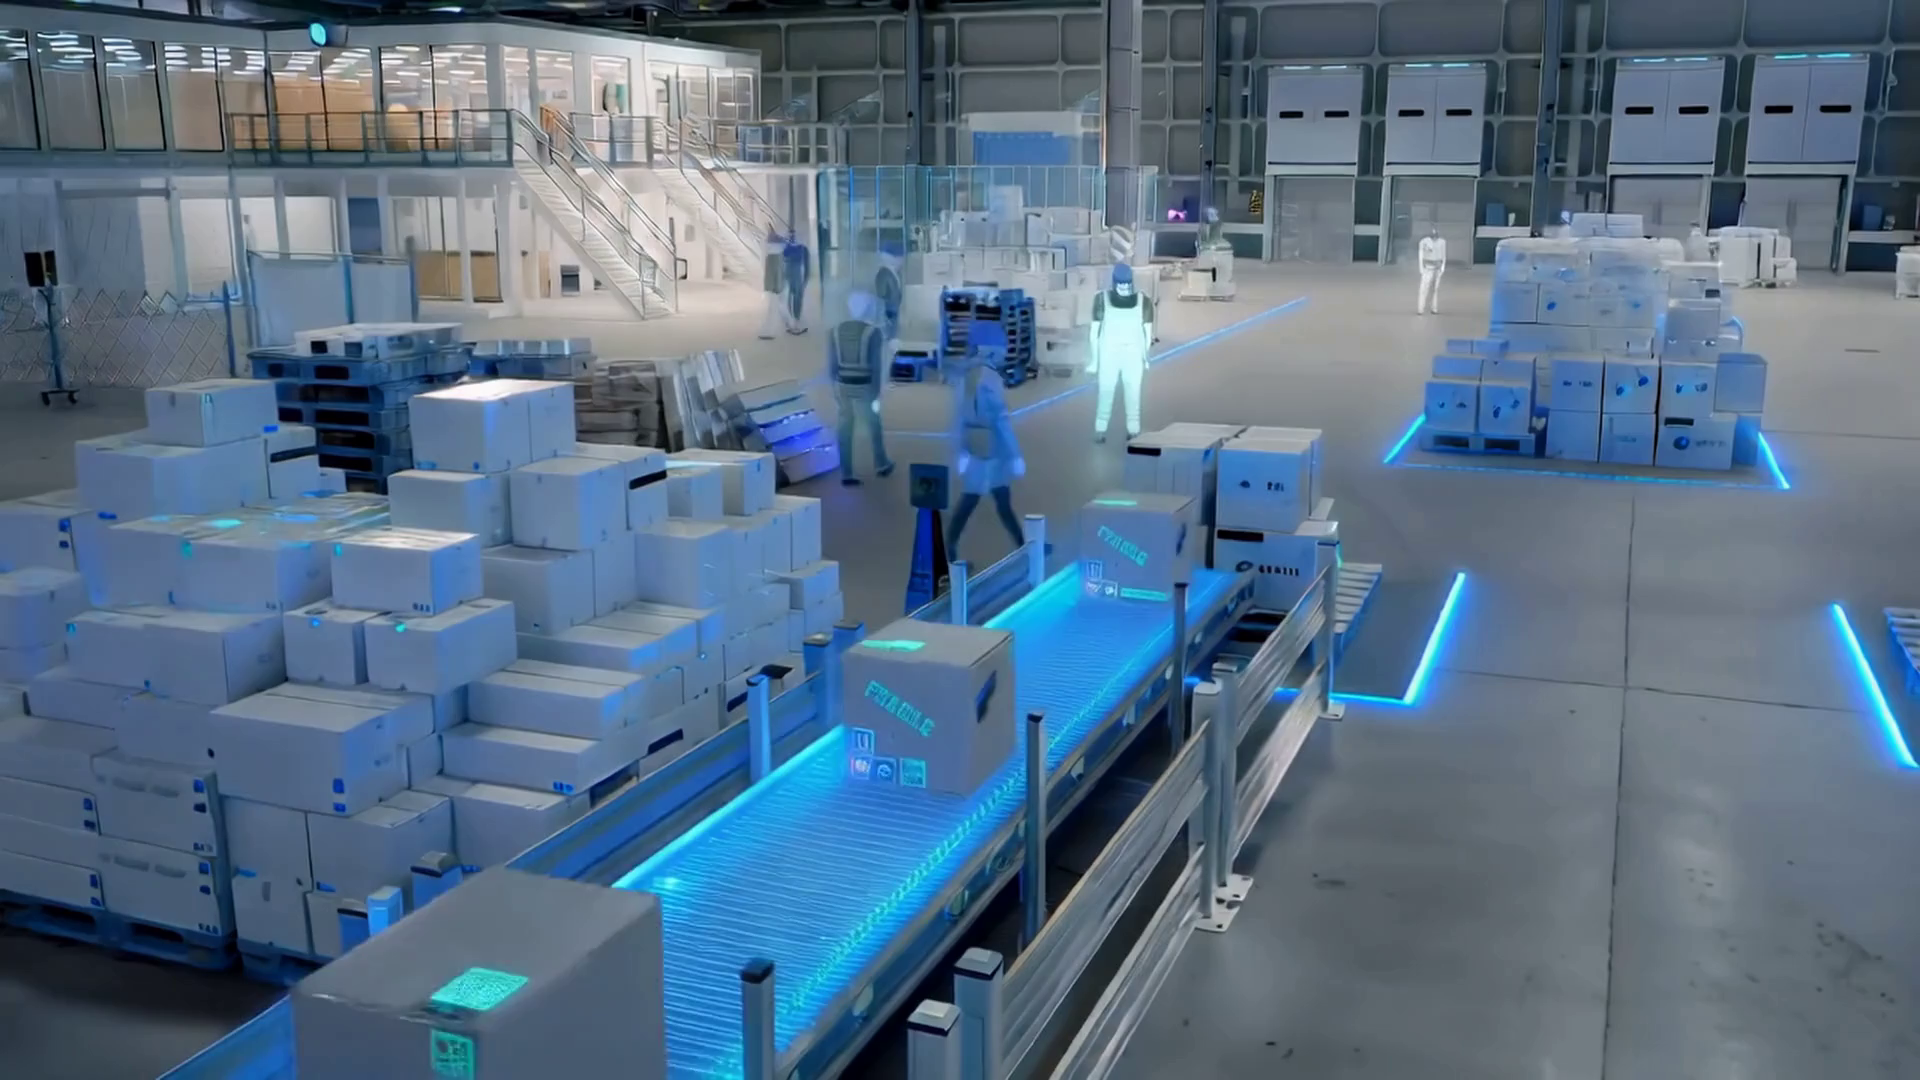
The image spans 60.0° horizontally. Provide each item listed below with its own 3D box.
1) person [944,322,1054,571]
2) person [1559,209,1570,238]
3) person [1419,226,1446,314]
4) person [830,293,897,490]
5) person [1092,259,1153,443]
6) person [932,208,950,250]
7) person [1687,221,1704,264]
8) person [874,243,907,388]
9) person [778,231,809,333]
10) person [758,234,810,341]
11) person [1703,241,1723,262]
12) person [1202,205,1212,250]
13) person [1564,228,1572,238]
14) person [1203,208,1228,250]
[{"bbox_3d":[0.235,-0.693,12.560,1.010,1.885,0.552,-3,13,-14],"label":"person"},{"bbox_3d":[16.581,-8.101,45.681,0.367,1.927,0.587,6,14,23],"label":"person"},{"bbox_3d":[9.932,-5.666,34.960,0.624,1.841,0.430,-4,13,-16],"label":"person"},{"bbox_3d":[-0.916,-1.442,15.961,0.591,1.850,0.900,6,14,27],"label":"person"},{"bbox_3d":[1.796,-2.082,18.424,0.683,2.000,0.536,1,13,4],"label":"person"},{"bbox_3d":[-0.469,-8.284,46.447,0.604,1.951,0.380,1,13,2],"label":"person"},{"bbox_3d":[18.334,-7.080,41.491,0.374,1.750,0.542,4,13,16],"label":"person"},{"bbox_3d":[-0.992,-3.112,23.122,0.511,2.011,0.614,5,13,20],"label":"person"},{"bbox_3d":[-3.129,-4.831,31.157,0.634,1.884,1.077,0,13,-1],"label":"person"},{"bbox_3d":[-3.176,-4.477,29.534,0.958,1.883,0.592,-4,13,-18],"label":"person"},{"bbox_3d":[12.323,-3.980,27.357,0.400,1.851,0.564,7,14,27],"label":"person"},{"bbox_3d":[7.544,-9.277,50.961,0.649,1.919,0.570,8,15,33],"label":"person"},{"bbox_3d":[14.091,-6.449,38.831,0.567,1.685,0.537,-1,13,-4],"label":"person"},{"bbox_3d":[7.072,-8.197,46.038,0.671,1.956,0.457,2,13,9],"label":"person"}]
